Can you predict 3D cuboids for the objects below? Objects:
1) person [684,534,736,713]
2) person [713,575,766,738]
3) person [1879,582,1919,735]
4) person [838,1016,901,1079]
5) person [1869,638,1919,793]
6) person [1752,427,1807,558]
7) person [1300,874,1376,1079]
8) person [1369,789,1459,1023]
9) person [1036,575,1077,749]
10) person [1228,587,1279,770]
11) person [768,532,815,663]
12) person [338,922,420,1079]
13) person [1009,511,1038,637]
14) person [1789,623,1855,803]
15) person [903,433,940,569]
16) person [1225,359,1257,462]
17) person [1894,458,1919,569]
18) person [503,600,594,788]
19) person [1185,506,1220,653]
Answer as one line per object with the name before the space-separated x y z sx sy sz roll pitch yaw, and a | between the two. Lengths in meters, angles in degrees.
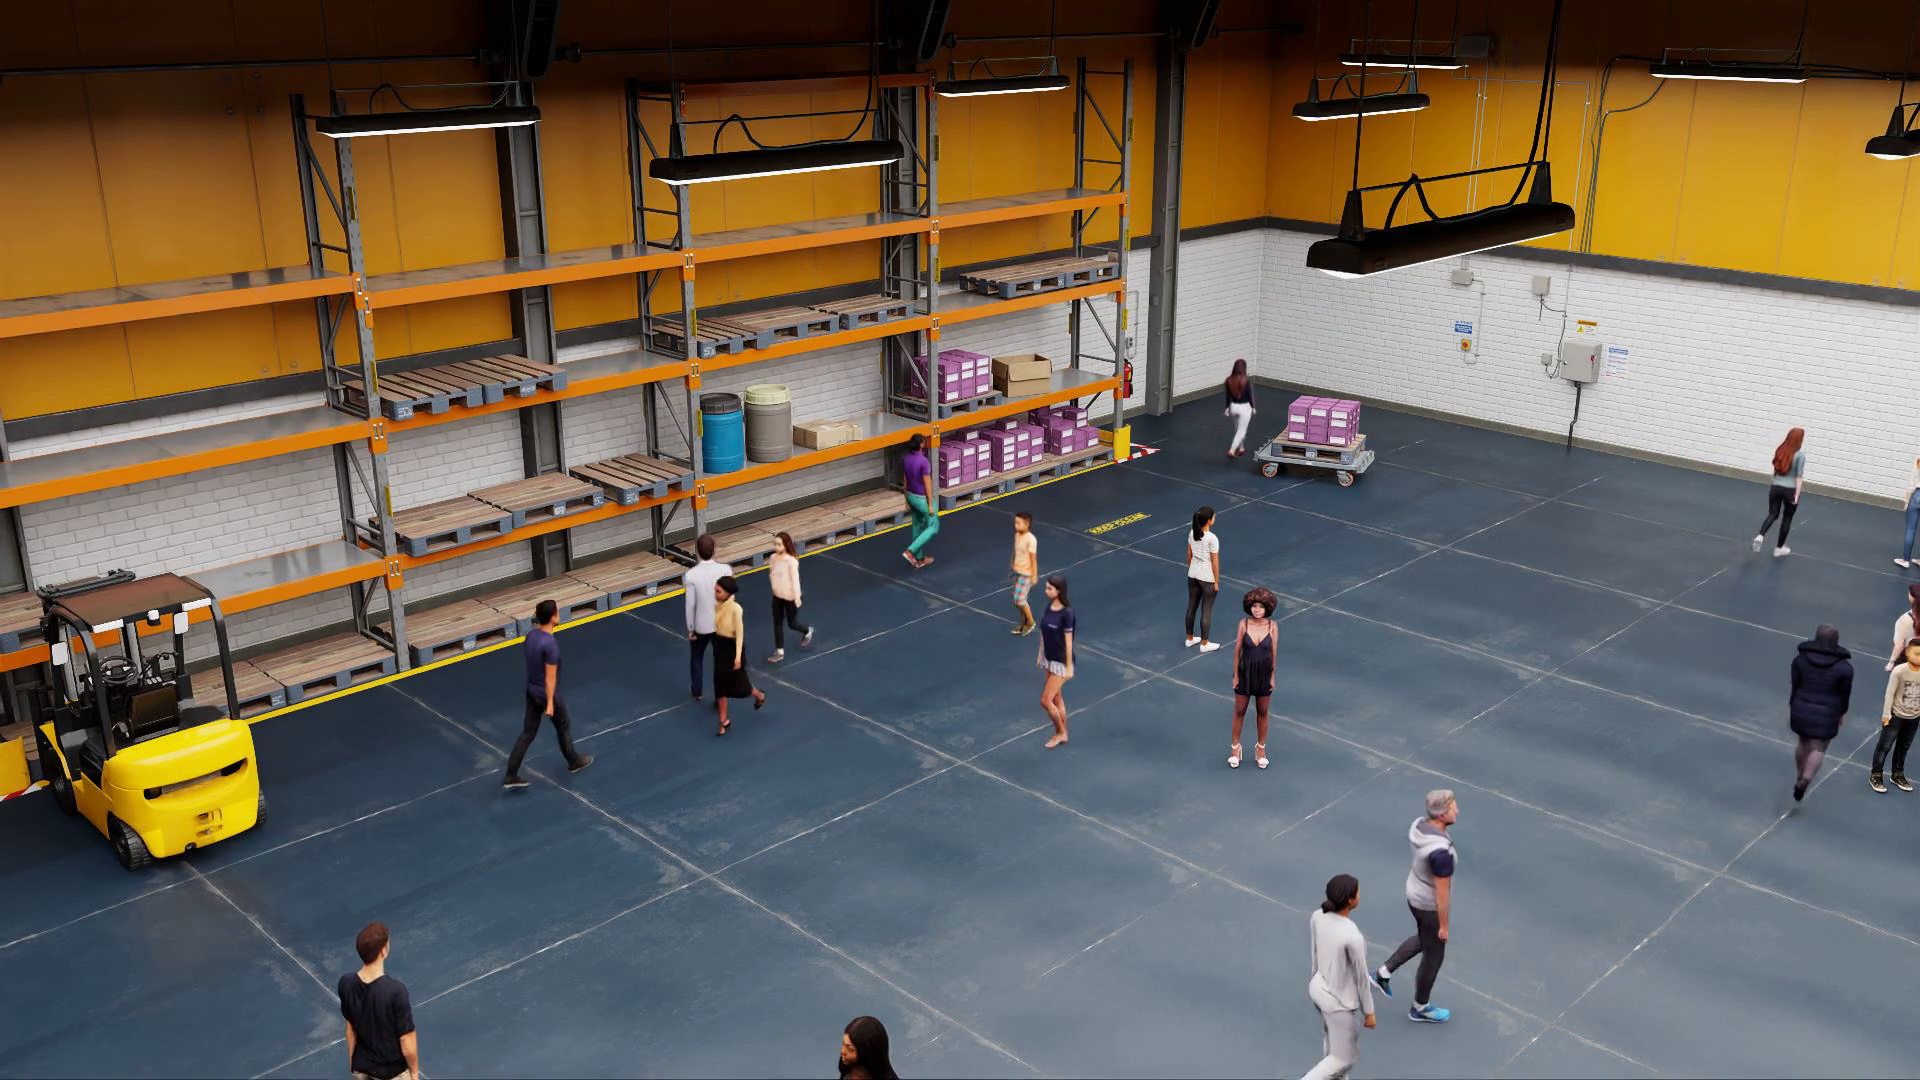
person | -2.486 0.867 16.746 0.947 1.832 0.960 -6 20 -17
person | -2.186 1.124 16.298 0.632 1.631 0.934 17 25 40
person | 9.207 1.216 16.015 0.790 1.637 0.743 -9 21 -25
person | -0.500 3.422 9.146 0.611 1.841 0.665 -15 24 -37
person | 8.619 1.584 15.197 0.613 1.463 0.691 -2 19 -5
person | 10.457 -0.583 21.214 1.006 1.729 0.709 -11 22 -31
person | 2.367 2.969 10.681 1.109 1.719 0.893 -8 20 -21
person | 3.207 2.574 11.710 1.001 1.812 0.939 -1 19 -2
person | 1.016 1.167 15.981 0.711 1.753 0.684 -9 21 -25
person | 2.754 1.285 15.572 0.651 1.789 0.699 2 19 5
person | -1.857 0.596 18.130 0.660 1.463 0.916 13 23 35
person | -3.468 3.177 9.881 0.941 1.836 1.072 4 19 11
person | 0.780 0.371 18.817 0.604 1.451 0.593 -11 22 -30
person | 7.673 1.569 14.942 0.702 1.654 1.013 16 24 39
person | -0.562 -0.457 20.789 0.801 1.762 0.623 -17 25 -41
person | 4.290 -1.962 25.547 0.683 1.576 1.047 14 23 36
person | 12.148 -0.496 20.956 0.638 1.728 0.687 1 19 3
person | -3.876 1.454 15.152 0.687 1.737 1.172 17 25 41
person | 2.680 0.415 18.380 0.544 1.646 0.587 -15 24 -37
